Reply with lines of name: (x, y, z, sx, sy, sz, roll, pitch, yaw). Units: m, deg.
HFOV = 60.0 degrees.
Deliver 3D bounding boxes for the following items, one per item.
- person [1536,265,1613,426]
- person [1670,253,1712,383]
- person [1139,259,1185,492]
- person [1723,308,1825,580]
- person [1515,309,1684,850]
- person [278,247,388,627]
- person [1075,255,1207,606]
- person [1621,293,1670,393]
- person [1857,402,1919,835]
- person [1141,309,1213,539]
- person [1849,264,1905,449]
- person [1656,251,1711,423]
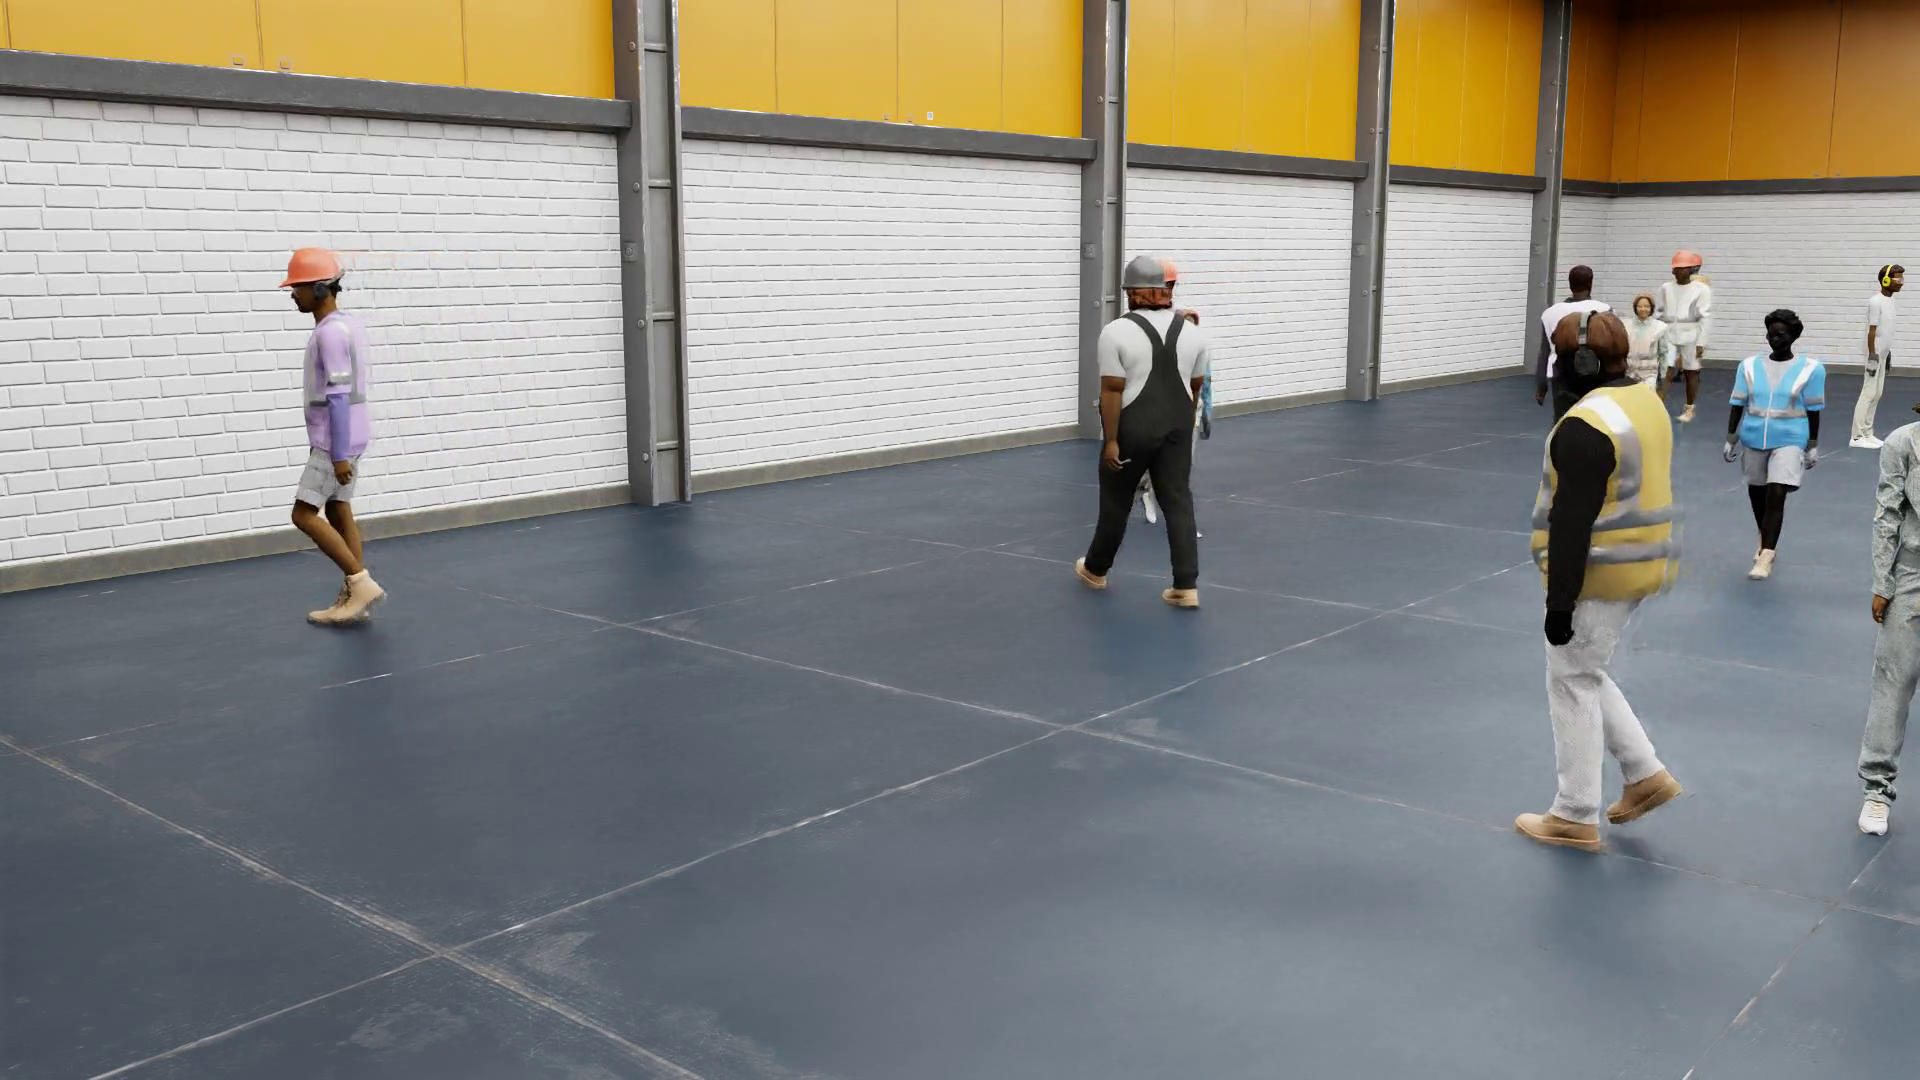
person: (4.955, -1.279, 13.506, 0.592, 1.889, 0.623, -9, 13, -42)
person: (11.004, -3.335, 25.057, 0.545, 1.941, 0.350, -1, 10, -7)
person: (1.667, -1.351, 13.783, 0.390, 1.925, 0.580, -3, 10, -15)
person: (5.087, -0.620, 10.401, 0.539, 1.660, 0.837, 10, 14, 44)
person: (2.136, 0.141, 5.593, 0.432, 1.822, 0.647, 9, 13, 42)
person: (-3.352, -0.526, 8.831, 0.422, 2.018, 0.625, -2, 10, -13)
person: (1.073, -0.667, 9.579, 0.700, 2.000, 1.031, -4, 11, -22)
person: (6.522, -1.571, 16.015, 0.514, 1.586, 0.913, 5, 11, 28)
person: (3.373, 0.166, 5.683, 0.486, 1.744, 0.296, 3, 10, 16)
person: (1.516, -0.849, 11.866, 0.514, 1.610, 0.772, -5, 11, -29)
person: (9.332, -1.855, 16.884, 0.329, 1.858, 0.505, 10, 14, 44)
person: (8.213, -2.294, 18.993, 0.632, 1.984, 1.034, 10, 14, 44)
